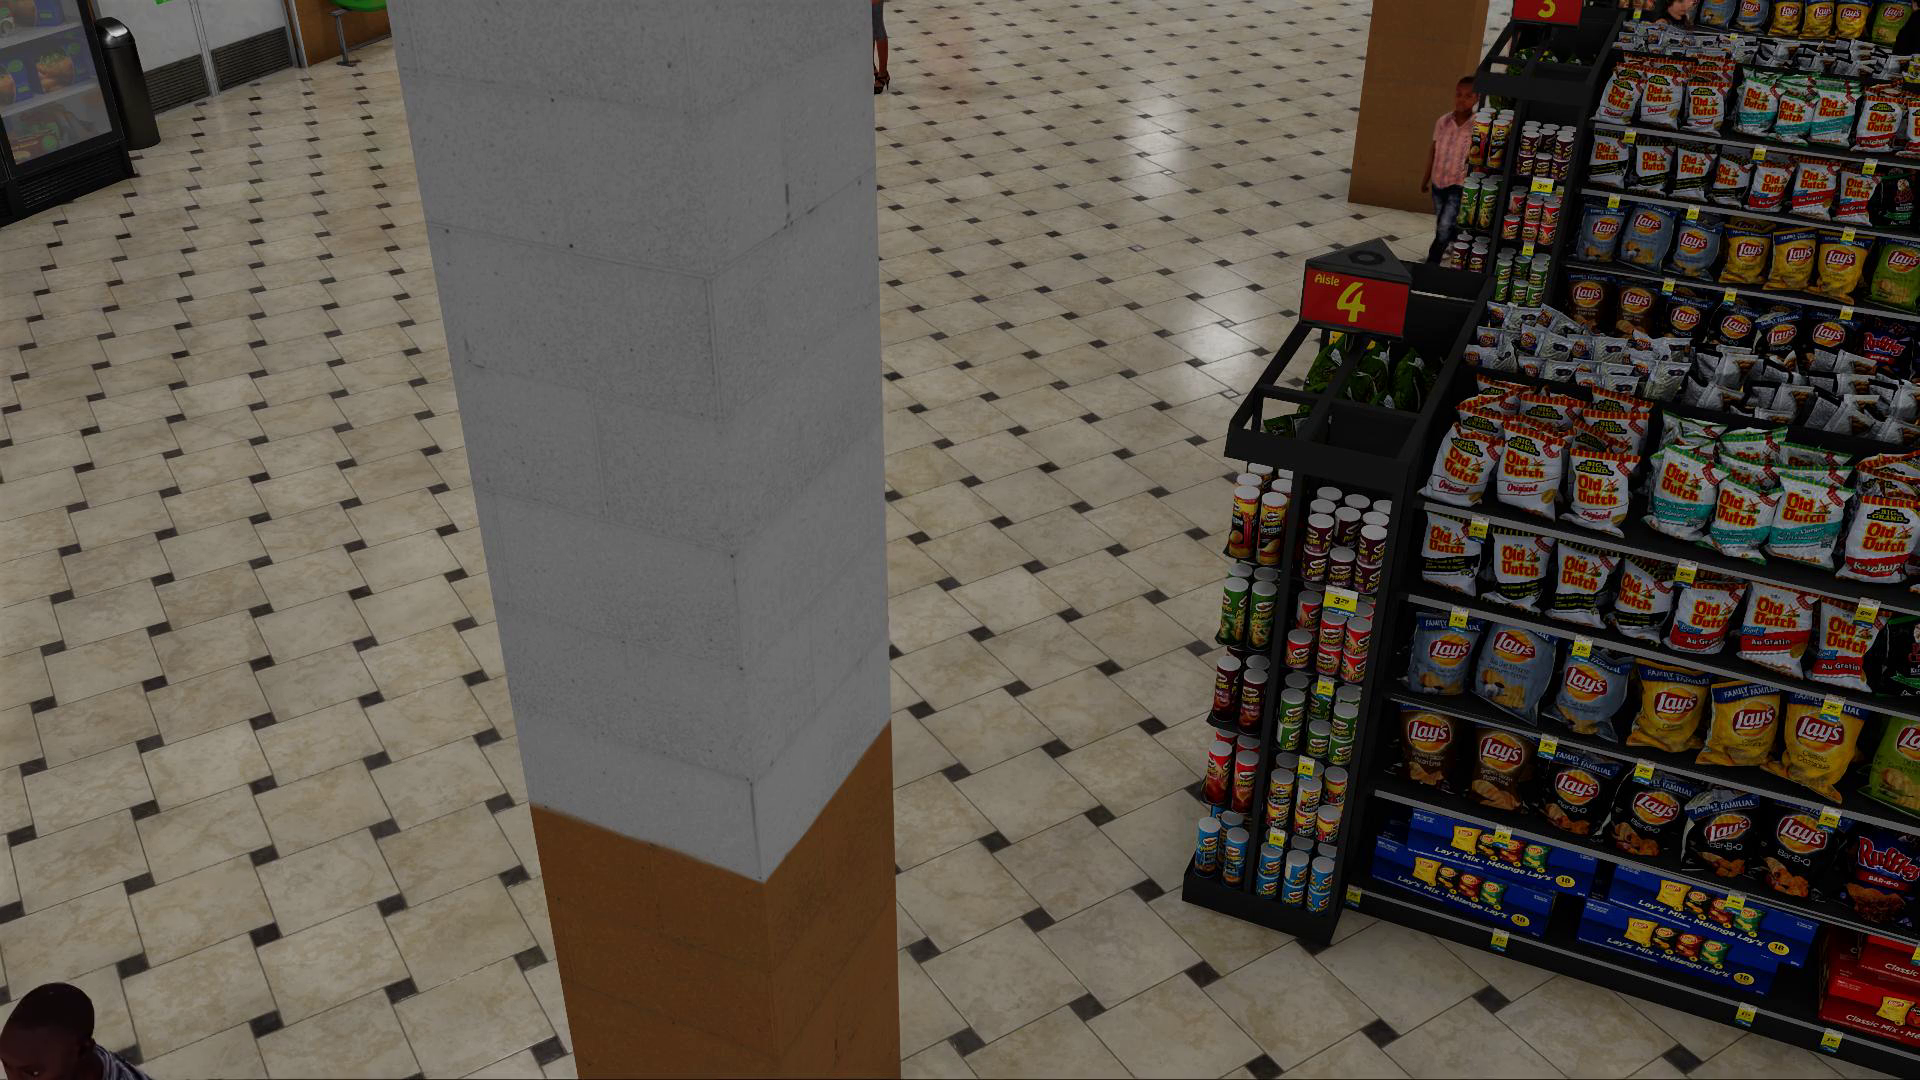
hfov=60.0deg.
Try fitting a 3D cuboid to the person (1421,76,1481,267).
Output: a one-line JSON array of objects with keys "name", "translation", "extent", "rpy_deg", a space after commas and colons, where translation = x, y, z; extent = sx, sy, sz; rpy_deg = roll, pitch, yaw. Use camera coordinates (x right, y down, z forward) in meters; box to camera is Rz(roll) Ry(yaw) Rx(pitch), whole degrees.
[{"name": "person", "translation": [3.260, -2.394, 10.924], "extent": [0.902, 1.287, 0.723], "rpy_deg": [23, 39, 32]}]
